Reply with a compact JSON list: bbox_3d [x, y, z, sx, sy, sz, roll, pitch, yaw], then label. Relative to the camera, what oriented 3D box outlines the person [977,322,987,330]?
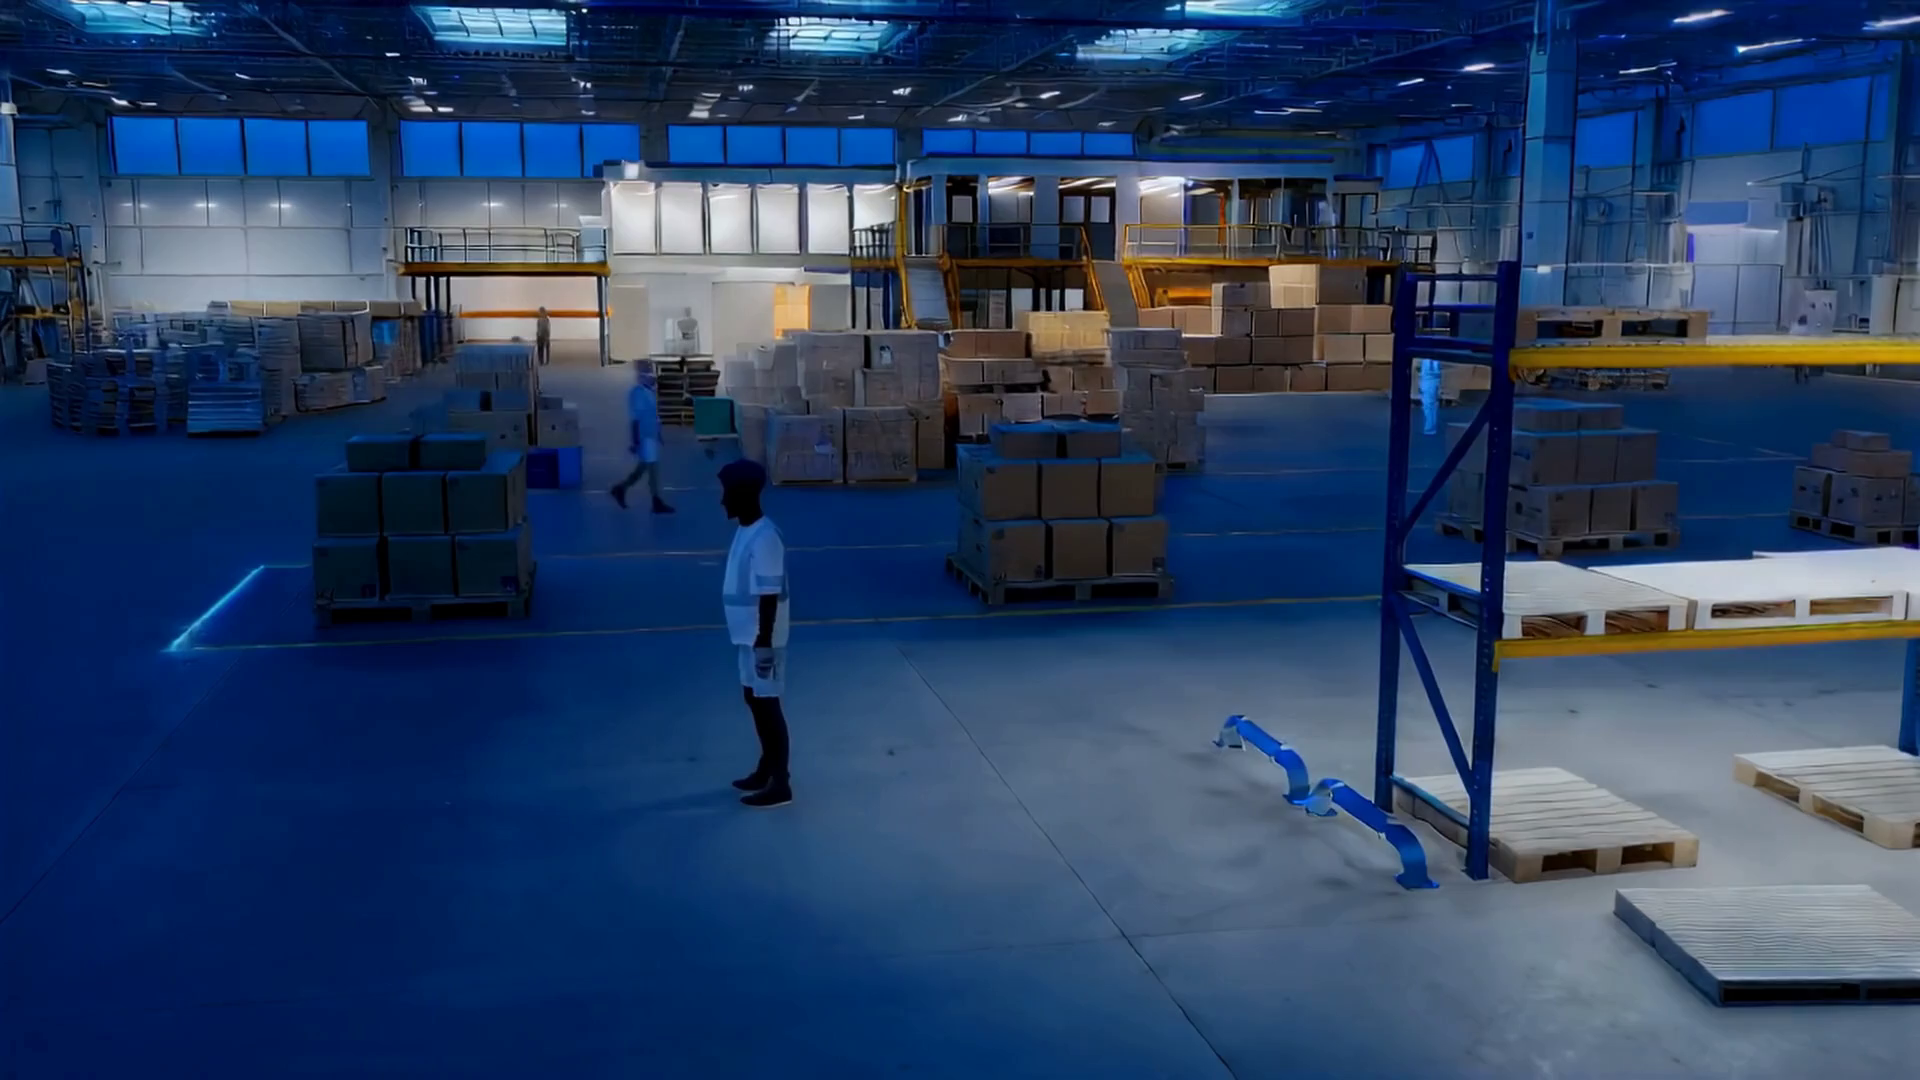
[{"bbox_3d":[0.616,-4.470,40.566,0.858,1.705,0.474,-3,10,-20],"label":"person"}]

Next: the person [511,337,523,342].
[{"bbox_3d":[-7.493,-2.559,28.471,0.539,1.825,0.972,0,9,2],"label":"person"}]

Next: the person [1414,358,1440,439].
[{"bbox_3d":[8.236,-2.720,29.237,0.354,1.883,0.573,7,11,35],"label":"person"}]

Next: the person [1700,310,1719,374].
[{"bbox_3d":[21.147,-5.648,47.270,0.634,1.812,0.768,-1,9,-6],"label":"person"}]

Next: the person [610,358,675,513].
[{"bbox_3d":[-3.931,-1.281,20.390,0.844,1.919,0.545,2,10,14],"label":"person"}]

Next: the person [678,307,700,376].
[{"bbox_3d":[-7.382,-5.382,45.352,0.588,1.920,0.392,-2,10,-14],"label":"person"}]

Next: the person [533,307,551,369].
[{"bbox_3d":[-12.370,-5.977,49.278,0.525,1.825,0.687,-2,10,-14],"label":"person"}]

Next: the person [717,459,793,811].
[{"bbox_3d":[-1.144,0.520,9.287,0.377,1.956,0.606,-3,10,-20],"label":"person"}]

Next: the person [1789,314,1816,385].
[{"bbox_3d":[21.568,-4.870,42.608,0.627,1.793,0.952,3,10,20],"label":"person"}]
